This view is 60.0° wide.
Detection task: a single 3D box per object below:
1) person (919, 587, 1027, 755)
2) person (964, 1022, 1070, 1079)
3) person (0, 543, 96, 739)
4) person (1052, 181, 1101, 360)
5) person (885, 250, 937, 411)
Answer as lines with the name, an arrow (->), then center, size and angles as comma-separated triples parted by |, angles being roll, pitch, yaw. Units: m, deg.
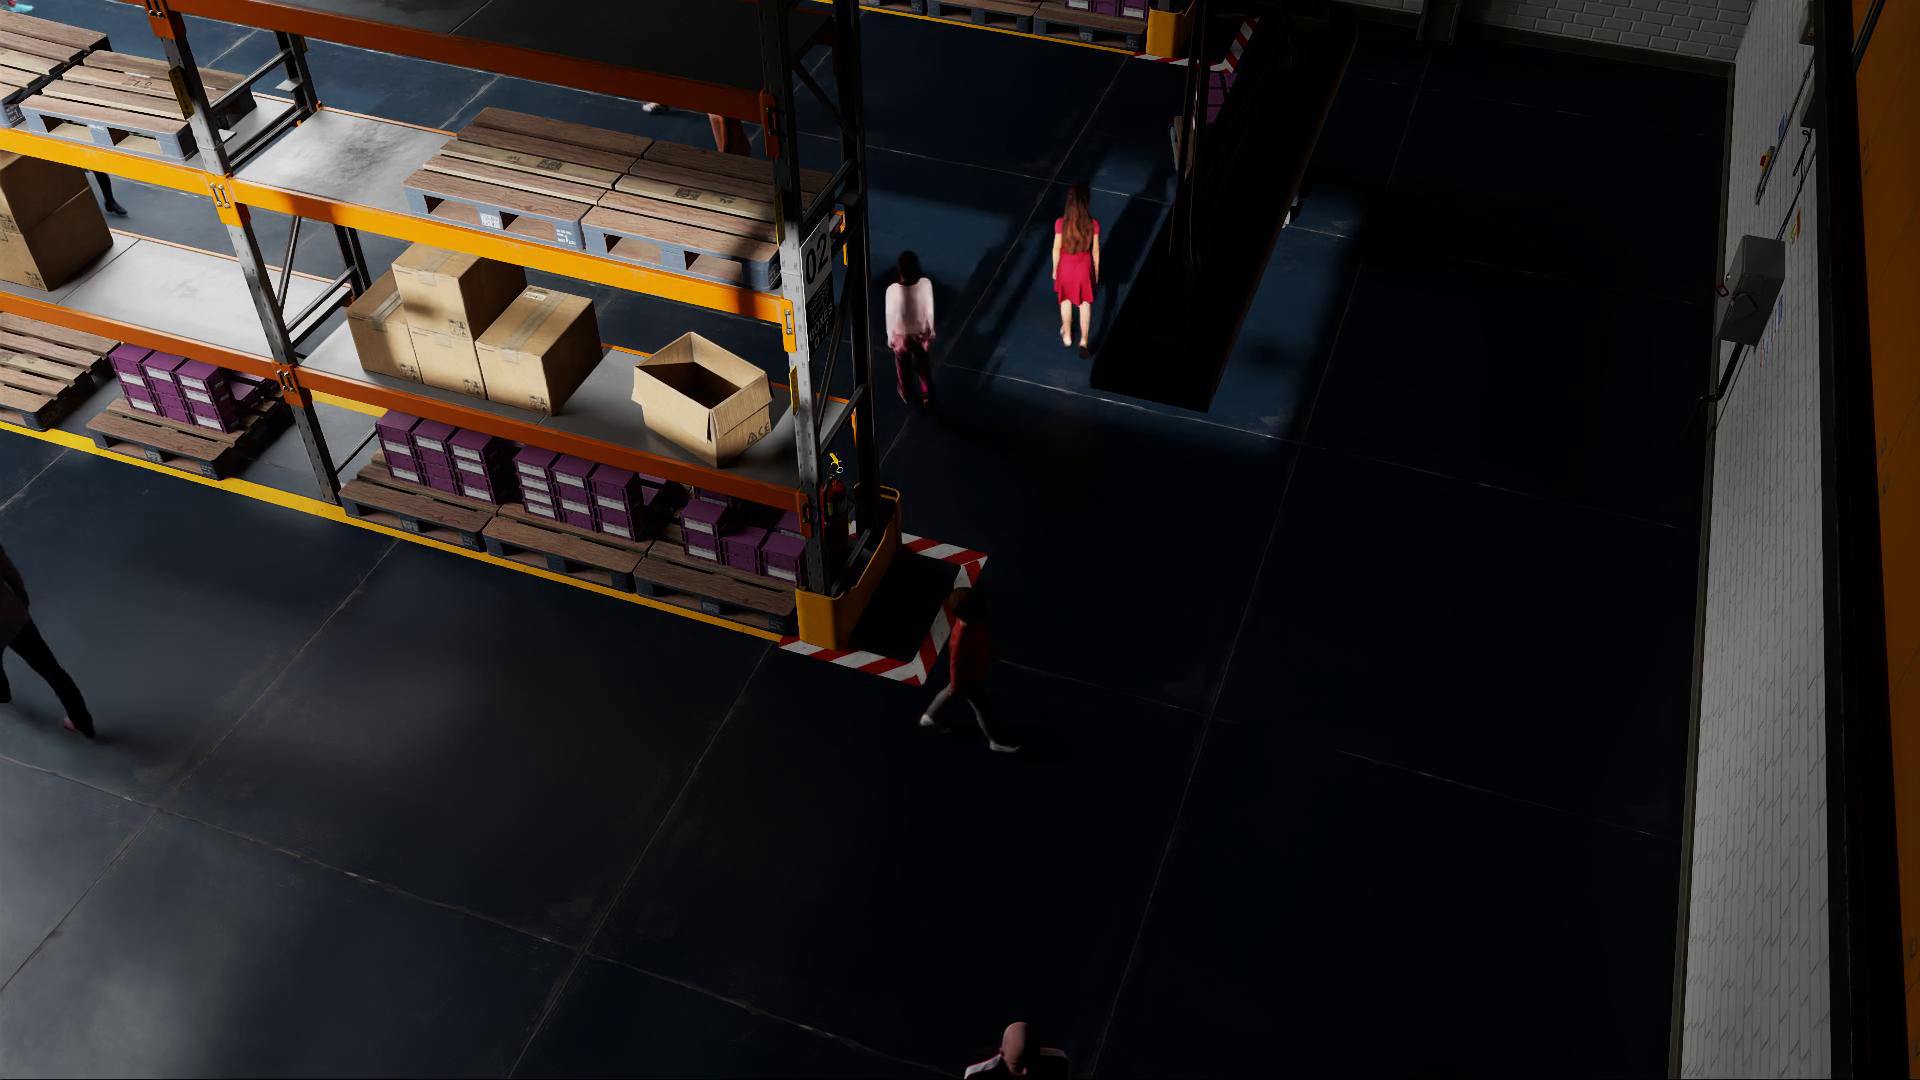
person -> -0.019, 0.791, 10.352 | 0.970, 1.383, 0.640 | 6, 44, 7
person -> 0.251, 2.777, 7.942 | 0.697, 1.832, 0.811 | -7, 44, -8
person -> -5.872, 0.580, 10.270 | 1.259, 1.802, 0.845 | 22, 48, 22
person -> 0.923, -2.120, 13.294 | 0.866, 1.540, 0.779 | 0, 44, 0
person -> -0.364, -1.582, 12.806 | 0.832, 1.433, 0.863 | -13, 45, -13
